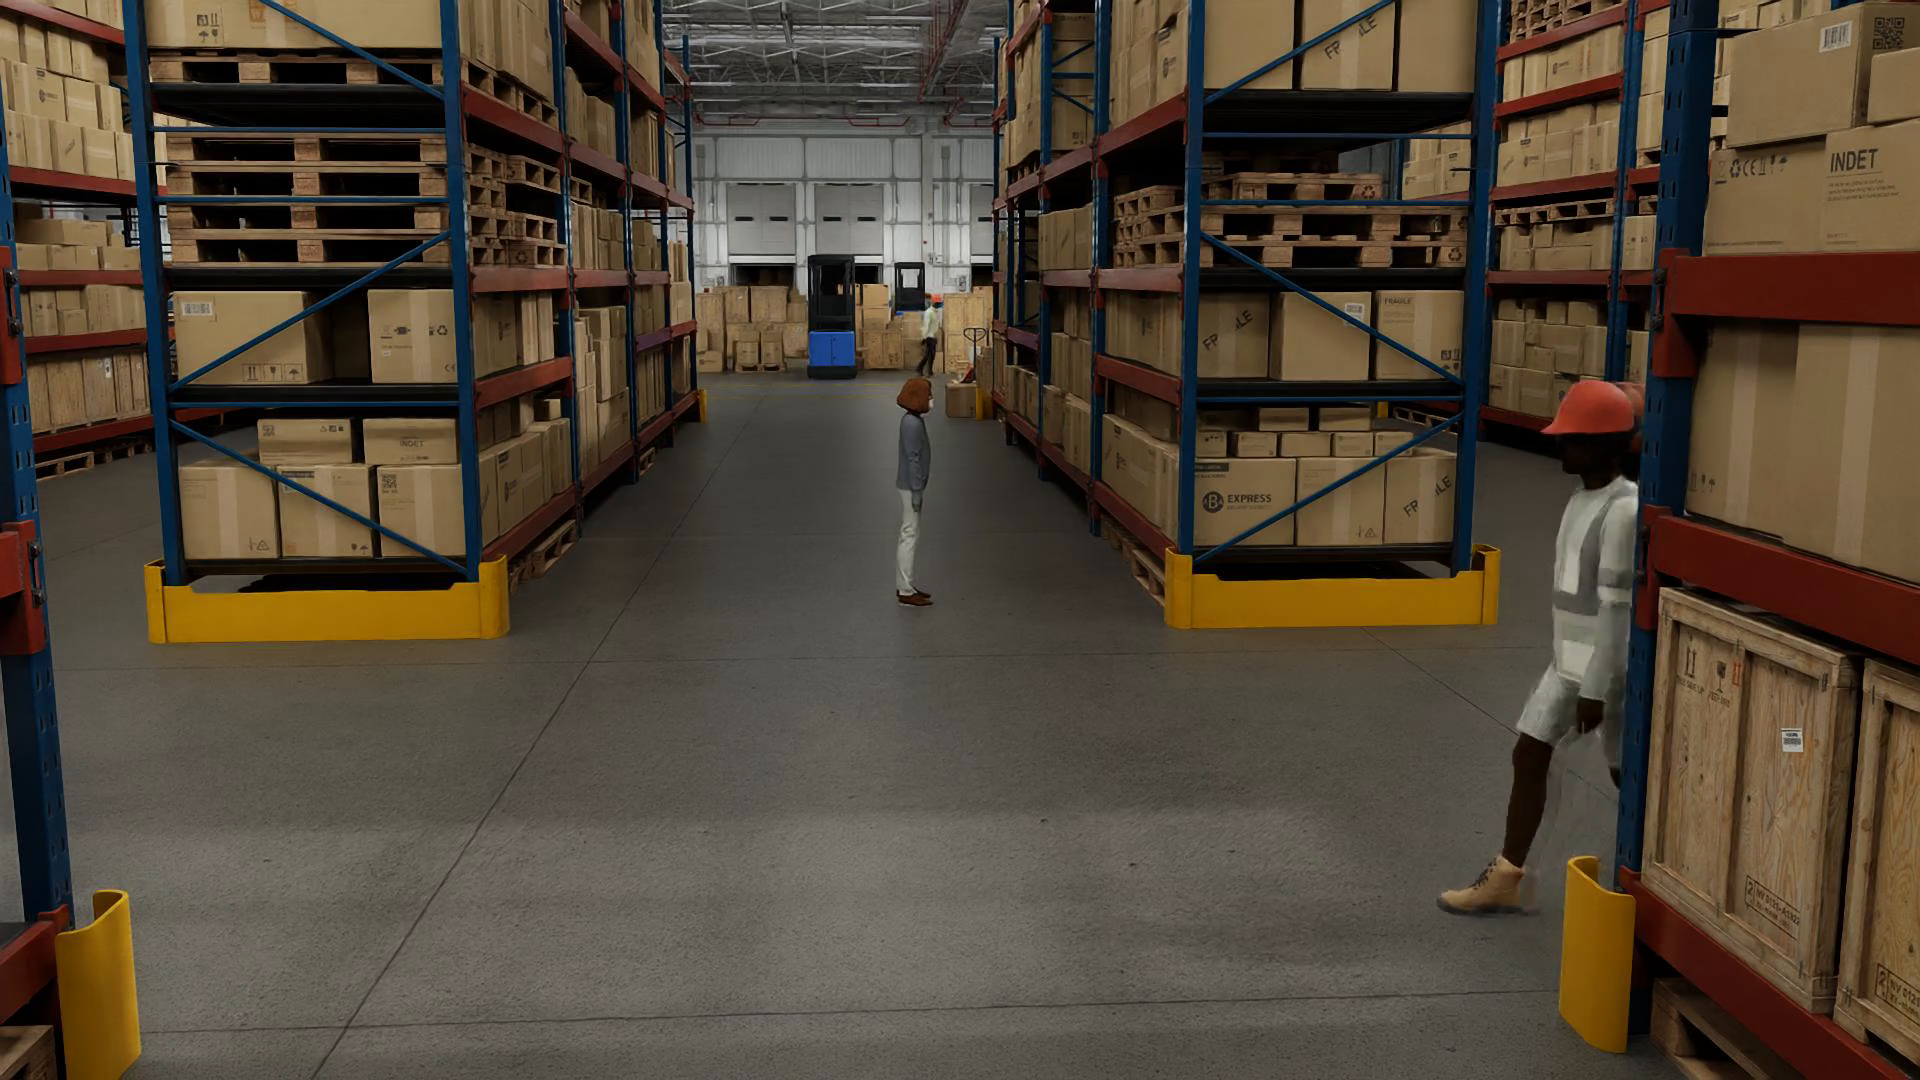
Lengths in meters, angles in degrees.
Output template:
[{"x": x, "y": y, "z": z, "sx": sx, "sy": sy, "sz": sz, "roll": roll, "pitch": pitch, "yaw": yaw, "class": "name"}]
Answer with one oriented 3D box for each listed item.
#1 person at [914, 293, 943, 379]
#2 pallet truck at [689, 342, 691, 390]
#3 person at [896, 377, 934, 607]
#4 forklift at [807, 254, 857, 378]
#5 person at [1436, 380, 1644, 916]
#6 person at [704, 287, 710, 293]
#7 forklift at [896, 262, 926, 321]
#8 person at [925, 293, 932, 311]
[{"x": -0.707, "y": -4.652, "z": 37.964, "sx": 0.747, "sy": 1.952, "sz": 0.641, "roll": 3, "pitch": 10, "yaw": 20, "class": "person"}, {"x": -5.225, "y": -3.008, "z": 27.480, "sx": 1.885, "sy": 1.965, "sz": 0.823, "roll": 2, "pitch": 9, "yaw": 14, "class": "pallet truck"}, {"x": -0.325, "y": -0.348, "z": 11.915, "sx": 0.270, "sy": 1.632, "sz": 0.504, "roll": 0, "pitch": 9, "yaw": -3, "class": "person"}, {"x": -2.938, "y": -5.135, "z": 38.075, "sx": 1.129, "sy": 2.768, "sz": 1.873, "roll": -1, "pitch": 9, "yaw": -4, "class": "forklift"}, {"x": 2.338, "y": 0.421, "z": 5.969, "sx": 1.052, "sy": 1.997, "sz": 0.620, "roll": 0, "pitch": 9, "yaw": 2, "class": "person"}, {"x": -9.715, "y": -8.785, "z": 64.109, "sx": 0.346, "sy": 1.882, "sz": 0.578, "roll": 0, "pitch": 9, "yaw": 3, "class": "person"}, {"x": -1.780, "y": -8.547, "z": 59.499, "sx": 1.129, "sy": 2.768, "sz": 1.873, "roll": -1, "pitch": 9, "yaw": -4, "class": "forklift"}, {"x": -1.271, "y": -9.294, "z": 68.093, "sx": 0.371, "sy": 1.625, "sz": 0.548, "roll": -2, "pitch": 9, "yaw": -14, "class": "person"}]
